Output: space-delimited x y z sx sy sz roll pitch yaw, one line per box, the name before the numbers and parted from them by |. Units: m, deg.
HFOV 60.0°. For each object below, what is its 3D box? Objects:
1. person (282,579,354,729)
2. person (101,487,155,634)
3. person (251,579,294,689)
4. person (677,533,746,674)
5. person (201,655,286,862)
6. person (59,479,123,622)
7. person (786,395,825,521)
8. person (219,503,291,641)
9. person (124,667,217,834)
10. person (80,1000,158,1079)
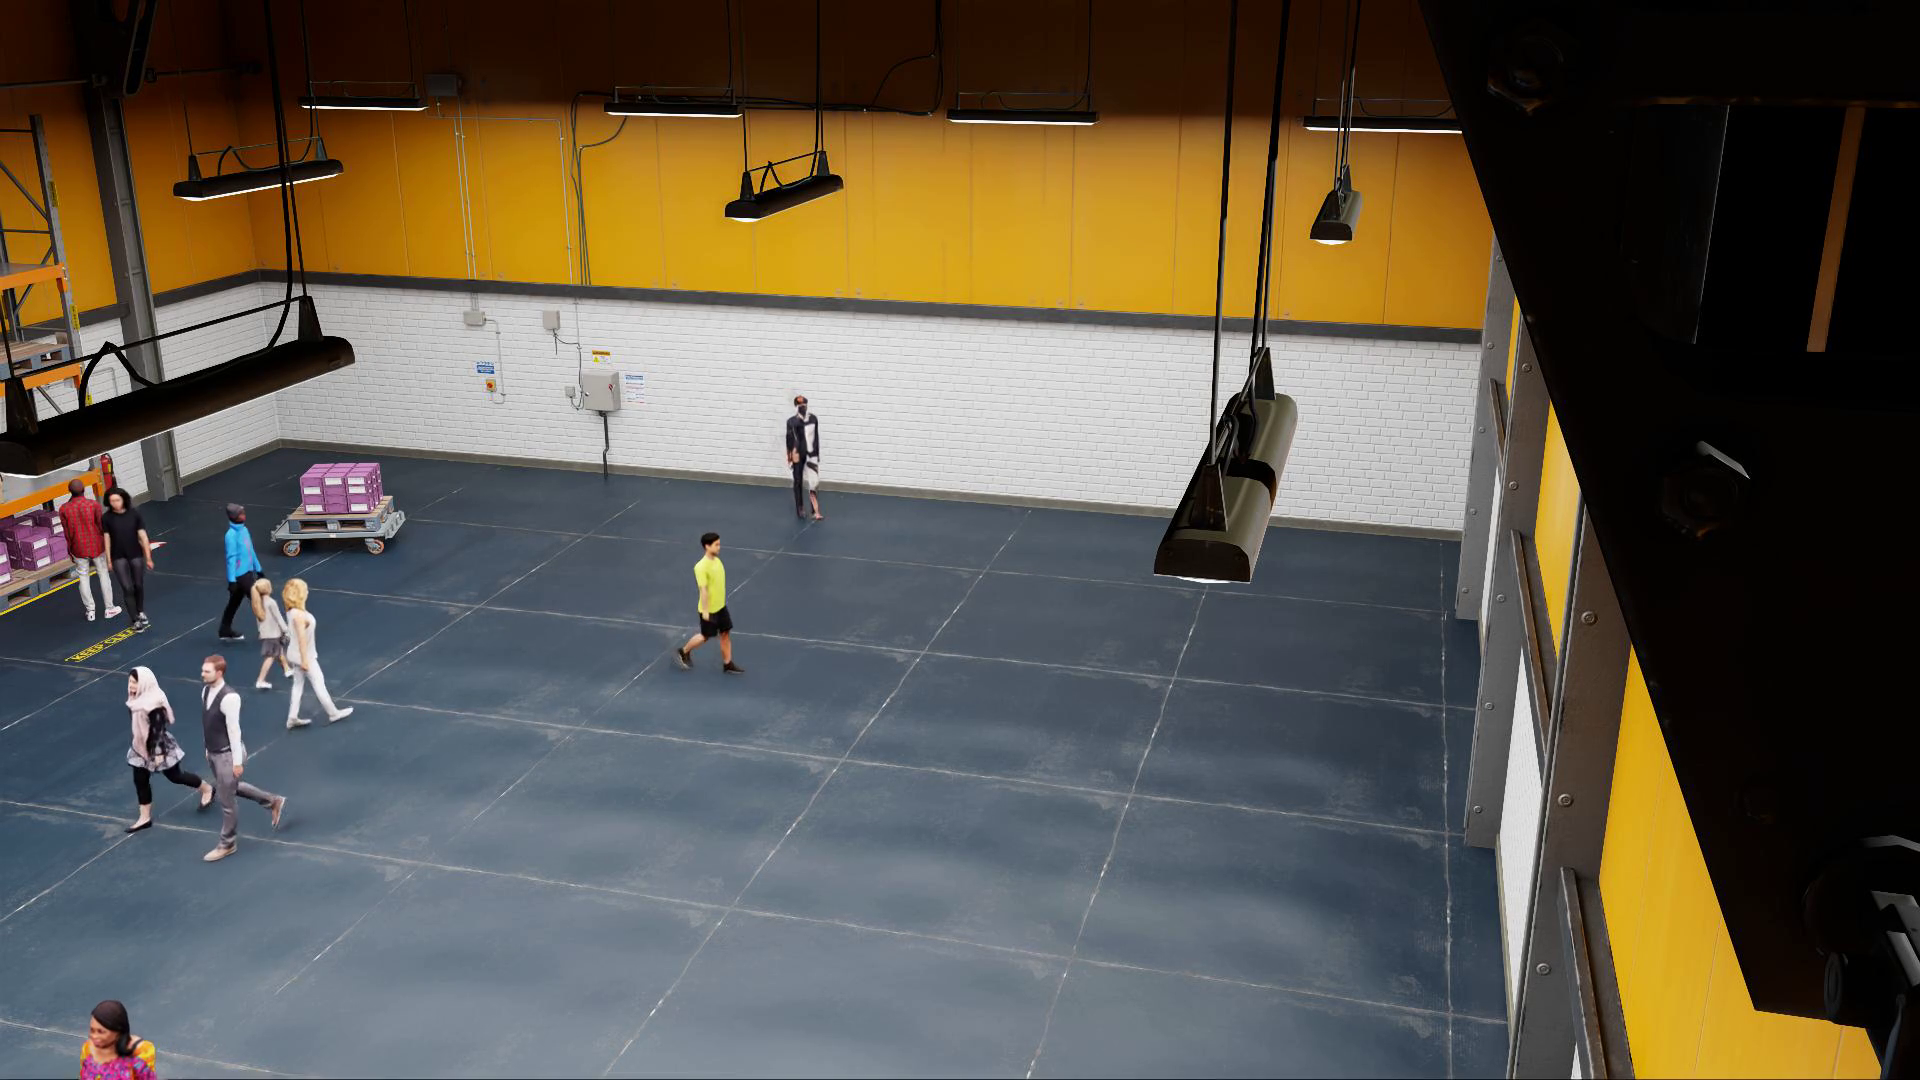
person | -7.047 1.224 17.645 1.032 1.649 0.936 -13 23 -34
person | -10.259 0.181 20.482 0.924 1.814 0.981 -11 21 -29
person | -7.802 1.067 18.731 0.690 1.252 0.935 12 22 32
person | -2.911 0.740 19.025 0.779 1.685 1.005 7 20 21
person | -6.620 1.919 15.159 0.986 1.918 1.179 17 25 40
person | -10.854 0.100 20.715 0.756 1.820 0.769 -6 19 -16
person | -2.350 -1.237 24.613 1.005 1.866 1.080 -9 20 -24
person | -8.654 0.434 19.837 0.945 1.747 1.165 -1 19 -3
person | -7.477 1.924 15.644 0.922 1.598 1.191 14 23 35
person | -5.251 3.614 10.538 0.702 1.655 1.102 3 19 10
